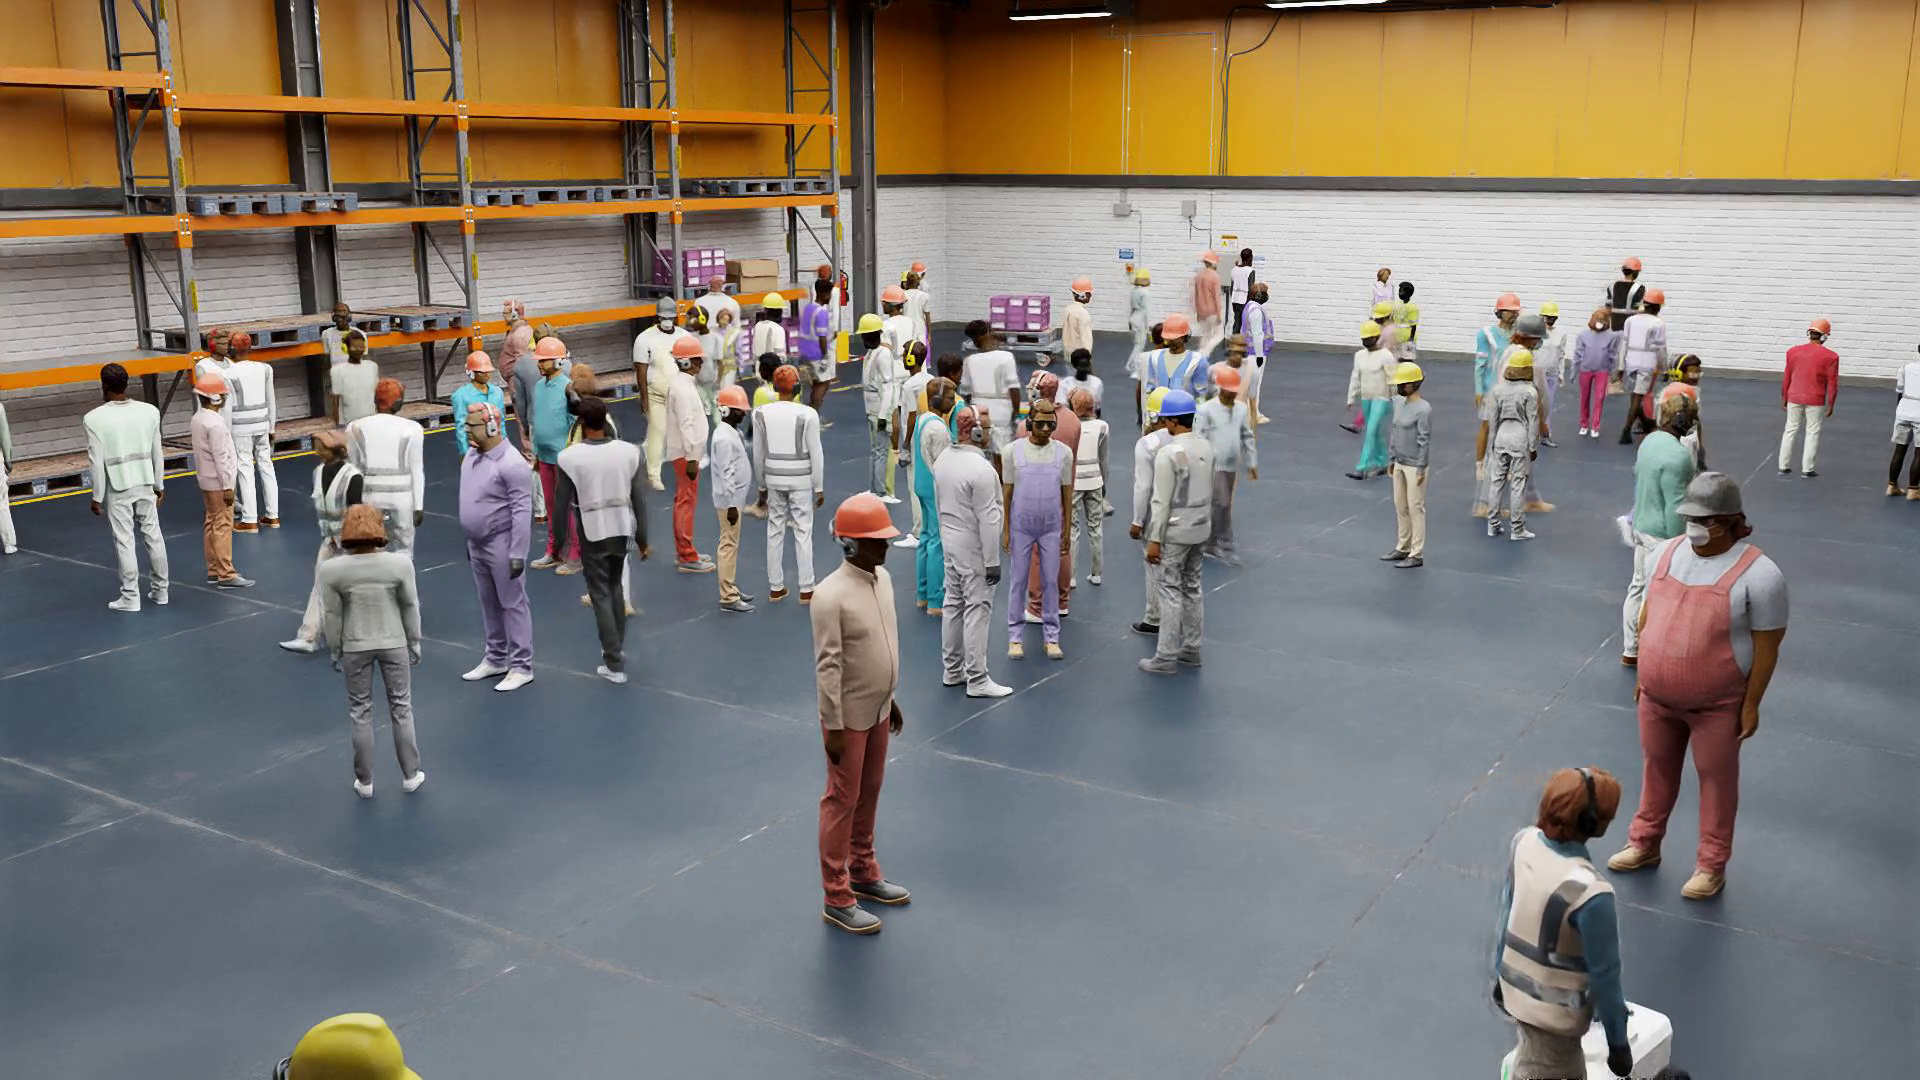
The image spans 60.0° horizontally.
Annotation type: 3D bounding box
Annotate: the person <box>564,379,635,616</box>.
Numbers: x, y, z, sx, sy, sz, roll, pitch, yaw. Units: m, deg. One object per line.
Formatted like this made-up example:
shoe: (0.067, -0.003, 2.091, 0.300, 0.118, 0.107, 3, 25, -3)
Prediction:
person: (-2.773, -0.320, 12.739, 0.434, 1.808, 0.774, -8, 15, -30)

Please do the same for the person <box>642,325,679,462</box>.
person: (-3.407, -1.684, 18.857, 0.488, 1.710, 0.612, 11, 17, 39)

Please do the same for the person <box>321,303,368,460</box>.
person: (-7.050, -1.817, 19.163, 0.520, 1.833, 0.369, 0, 13, 2)

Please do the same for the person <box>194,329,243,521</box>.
person: (-7.155, -1.123, 16.106, 0.388, 1.844, 0.564, 1, 13, 5)

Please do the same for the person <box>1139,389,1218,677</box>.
person: (1.484, -0.051, 11.264, 0.420, 1.933, 0.622, 11, 17, 40)

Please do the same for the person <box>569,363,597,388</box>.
person: (-3.414, -0.793, 15.130, 0.282, 1.636, 0.500, -3, 13, -14)

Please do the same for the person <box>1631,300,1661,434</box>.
person: (8.728, -2.227, 21.102, 0.356, 1.750, 0.539, 3, 13, 12)

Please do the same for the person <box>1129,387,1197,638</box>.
person: (1.471, -0.202, 12.137, 0.591, 1.833, 0.404, -9, 16, -34)

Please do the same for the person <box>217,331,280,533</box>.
person: (-6.642, -1.008, 15.520, 0.355, 1.884, 0.575, 7, 15, 29)

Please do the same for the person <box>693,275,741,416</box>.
person: (-3.287, -2.633, 22.561, 0.649, 1.896, 0.401, -1, 13, -5)

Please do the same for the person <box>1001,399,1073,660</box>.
person: (0.535, -0.069, 11.563, 0.501, 1.840, 0.349, -1, 13, -6)

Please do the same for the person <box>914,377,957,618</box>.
person: (-0.173, -0.326, 12.663, 0.333, 1.838, 0.514, -4, 14, -18)

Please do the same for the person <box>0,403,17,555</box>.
person: (-8.542, -0.647, 14.501, 0.514, 1.637, 0.309, -10, 16, -36)

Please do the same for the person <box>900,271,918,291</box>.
person: (-0.792, -3.266, 25.625, 0.486, 1.744, 0.294, 11, 17, 39)

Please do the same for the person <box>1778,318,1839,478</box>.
person: (9.303, -1.557, 18.219, 0.351, 1.740, 0.574, -12, 18, -43)

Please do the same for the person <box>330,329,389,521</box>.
person: (-5.804, -1.115, 16.048, 0.593, 1.856, 0.532, 10, 16, 37)

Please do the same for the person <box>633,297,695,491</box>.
person: (-3.044, -1.544, 17.503, 0.688, 2.000, 0.536, -10, 17, -38)

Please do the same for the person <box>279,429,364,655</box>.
person: (-4.384, 0.024, 11.685, 0.520, 1.584, 0.888, 7, 15, 29)

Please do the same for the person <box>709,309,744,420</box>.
person: (-3.015, -2.150, 21.156, 0.550, 1.591, 0.885, 3, 13, 14)

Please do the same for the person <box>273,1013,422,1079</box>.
person: (-1.265, 1.822, 3.530, 0.339, 1.761, 0.524, -1, 13, -3)

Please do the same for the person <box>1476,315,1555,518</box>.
person: (5.467, -1.202, 16.019, 0.912, 2.000, 0.701, 2, 13, 9)

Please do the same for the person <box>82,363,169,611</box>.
person: (-6.413, -0.404, 12.828, 0.391, 1.920, 0.593, 8, 15, 32)

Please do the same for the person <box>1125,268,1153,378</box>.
person: (2.866, -3.435, 26.399, 0.394, 1.731, 0.499, -5, 14, -20)

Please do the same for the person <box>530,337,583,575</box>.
person: (-3.389, -0.710, 13.986, 0.611, 1.995, 0.375, 11, 17, 39)

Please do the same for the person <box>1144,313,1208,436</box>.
person: (2.003, -1.111, 15.633, 0.605, 2.038, 0.390, 8, 15, 30)

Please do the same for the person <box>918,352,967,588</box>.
person: (-0.134, -0.567, 13.548, 0.378, 1.909, 0.596, -9, 16, -35)

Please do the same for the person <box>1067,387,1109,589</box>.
person: (0.975, -0.417, 13.493, 0.513, 1.641, 0.309, -5, 14, -23)

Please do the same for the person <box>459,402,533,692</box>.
person: (-3.068, 0.040, 10.925, 0.642, 1.909, 0.399, 12, 18, 42)

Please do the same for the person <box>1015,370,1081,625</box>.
person: (0.612, -0.321, 12.482, 0.407, 1.913, 0.638, 11, 17, 41)

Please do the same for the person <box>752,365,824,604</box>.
person: (-1.331, -0.430, 13.020, 0.575, 1.882, 0.355, 4, 14, 16)

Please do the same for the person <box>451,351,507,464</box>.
person: (-4.313, -0.837, 15.063, 0.324, 1.752, 0.562, 8, 15, 31)

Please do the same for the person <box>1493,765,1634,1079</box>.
person: (1.987, 1.490, 5.289, 0.784, 1.607, 0.532, -1, 13, -6)

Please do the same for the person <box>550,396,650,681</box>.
person: (-2.447, -0.024, 11.244, 0.606, 1.892, 0.767, -11, 17, -39)

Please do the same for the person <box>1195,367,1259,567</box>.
person: (2.311, -0.635, 14.275, 0.636, 1.708, 0.712, -9, 16, -35)

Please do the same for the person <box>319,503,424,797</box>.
person: (-3.197, 0.602, 9.088, 0.497, 1.632, 0.289, -4, 14, -17)

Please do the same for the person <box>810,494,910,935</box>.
person: (-0.446, 0.770, 7.562, 0.379, 1.996, 0.609, 6, 14, 24)

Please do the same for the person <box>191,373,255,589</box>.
person: (-6.019, -0.485, 13.542, 0.341, 1.748, 0.574, -10, 17, -38)

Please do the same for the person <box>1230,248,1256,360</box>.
person: (4.888, -4.063, 28.698, 0.392, 1.920, 0.588, -8, 15, -30)

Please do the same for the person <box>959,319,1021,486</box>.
person: (0.272, -1.173, 16.174, 0.708, 1.926, 0.401, 8, 15, 30)

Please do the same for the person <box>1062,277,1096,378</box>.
person: (1.491, -2.271, 20.755, 0.395, 1.992, 0.622, -5, 14, -20)
